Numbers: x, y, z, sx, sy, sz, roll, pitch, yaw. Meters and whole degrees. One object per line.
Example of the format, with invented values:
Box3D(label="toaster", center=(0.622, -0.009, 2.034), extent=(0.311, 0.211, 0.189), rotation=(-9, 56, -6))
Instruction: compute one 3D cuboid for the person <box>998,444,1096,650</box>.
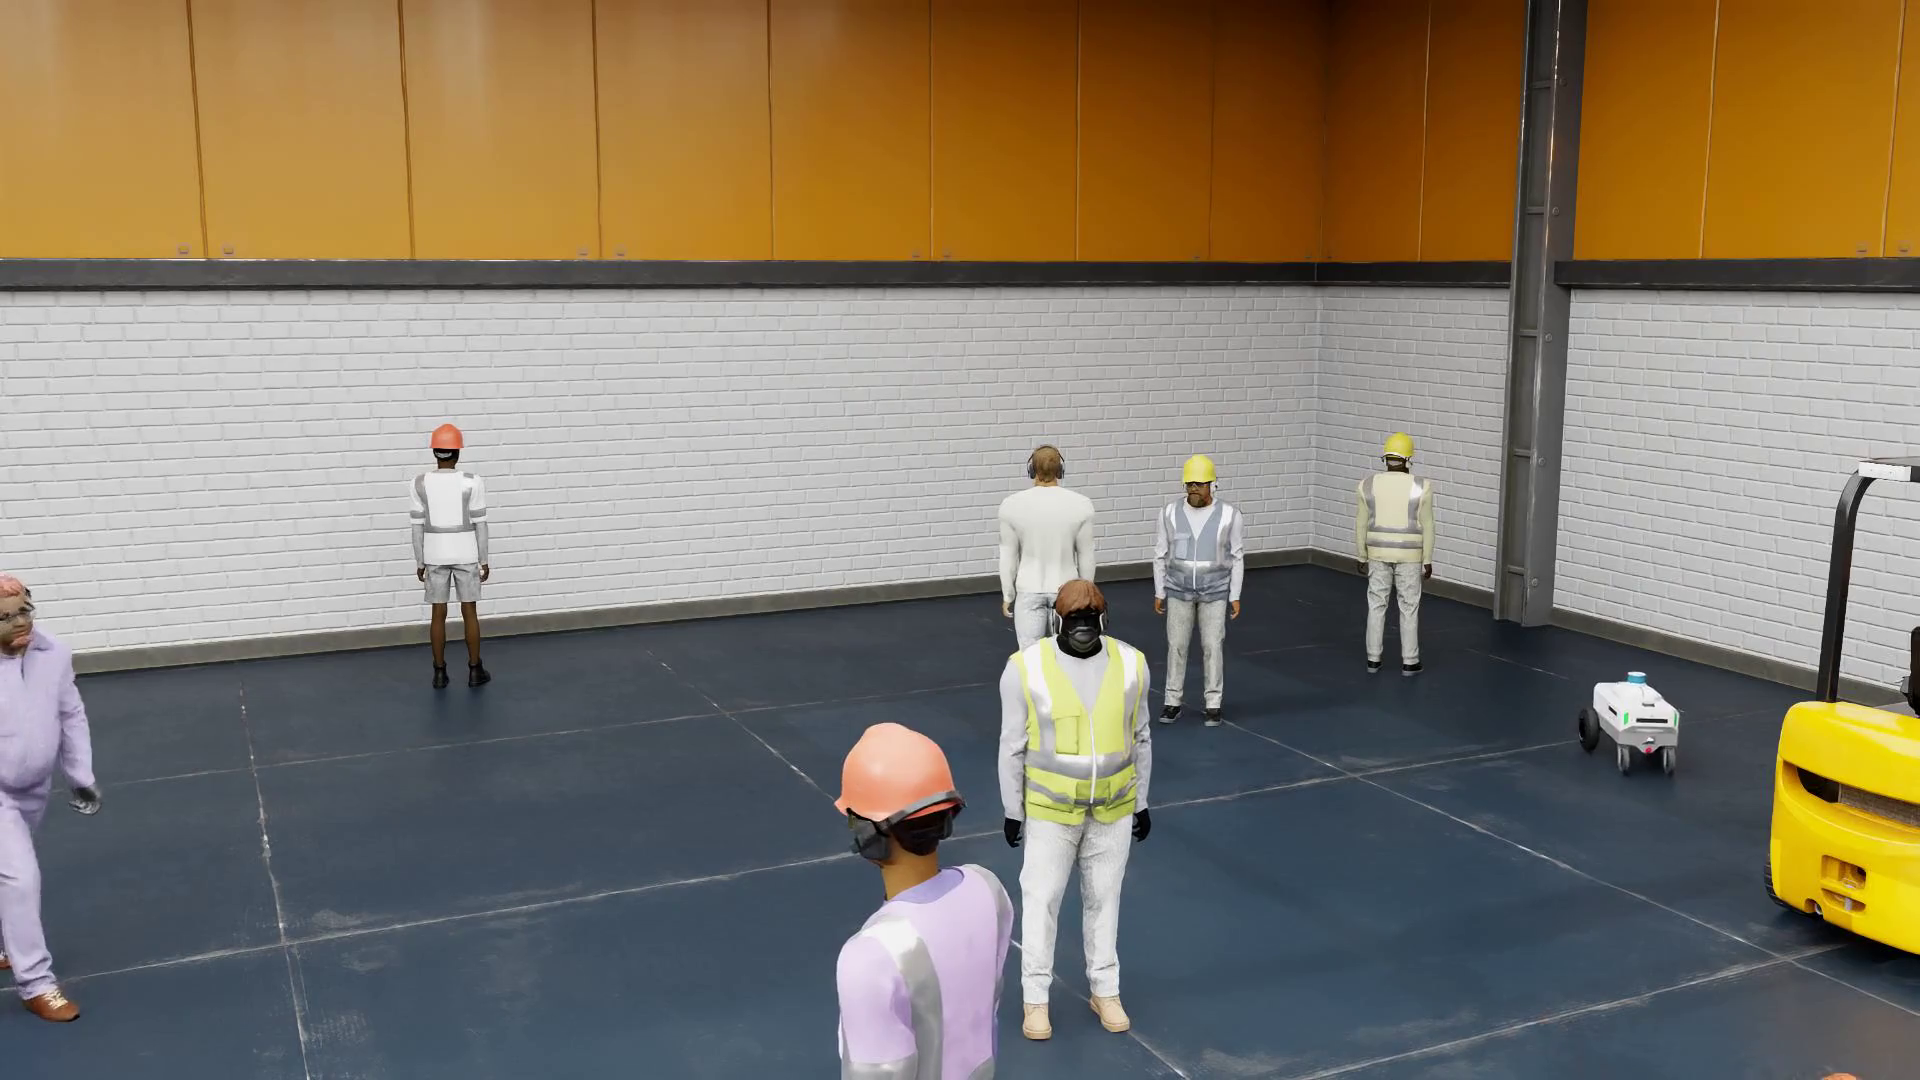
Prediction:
Box3D(label="person", center=(0.557, 0.349, 10.722), extent=(0.630, 1.940, 0.372), rotation=(0, 9, 1))

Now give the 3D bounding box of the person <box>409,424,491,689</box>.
Box3D(label="person", center=(-3.708, 0.121, 12.136), extent=(0.545, 1.938, 0.361), rotation=(-1, 9, -8))

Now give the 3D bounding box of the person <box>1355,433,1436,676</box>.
Box3D(label="person", center=(3.283, 0.107, 12.545), extent=(0.589, 1.834, 0.403), rotation=(4, 10, 26))

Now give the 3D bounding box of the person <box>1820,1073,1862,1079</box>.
Box3D(label="person", center=(1.206, 1.703, 2.572), extent=(0.604, 1.856, 0.497), rotation=(-7, 11, -36))

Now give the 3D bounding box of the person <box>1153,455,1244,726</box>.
Box3D(label="person", center=(1.586, 0.338, 11.117), extent=(0.601, 1.830, 0.403), rotation=(2, 9, 15))

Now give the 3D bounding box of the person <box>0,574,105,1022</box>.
Box3D(label="person", center=(-4.018, 1.026, 6.885), extent=(0.927, 1.842, 0.674), rotation=(2, 9, 14))

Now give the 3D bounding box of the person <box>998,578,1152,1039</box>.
Box3D(label="person", center=(0.469, 1.059, 6.614), extent=(0.635, 1.842, 0.429), rotation=(-2, 9, -12))

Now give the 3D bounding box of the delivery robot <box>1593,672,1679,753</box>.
Box3D(label="delivery robot", center=(4.169, 1.060, 10.276), extent=(0.477, 0.478, 0.707), rotation=(0, 8, 6))

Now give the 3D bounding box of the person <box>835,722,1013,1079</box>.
Box3D(label="person", center=(-0.120, 1.416, 3.783), extent=(0.386, 2.039, 0.615), rotation=(5, 10, 27))

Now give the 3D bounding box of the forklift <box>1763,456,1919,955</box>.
Box3D(label="forklift", center=(4.857, 0.731, 7.561), extent=(2.313, 2.155, 1.214), rotation=(-4, 10, -25))
